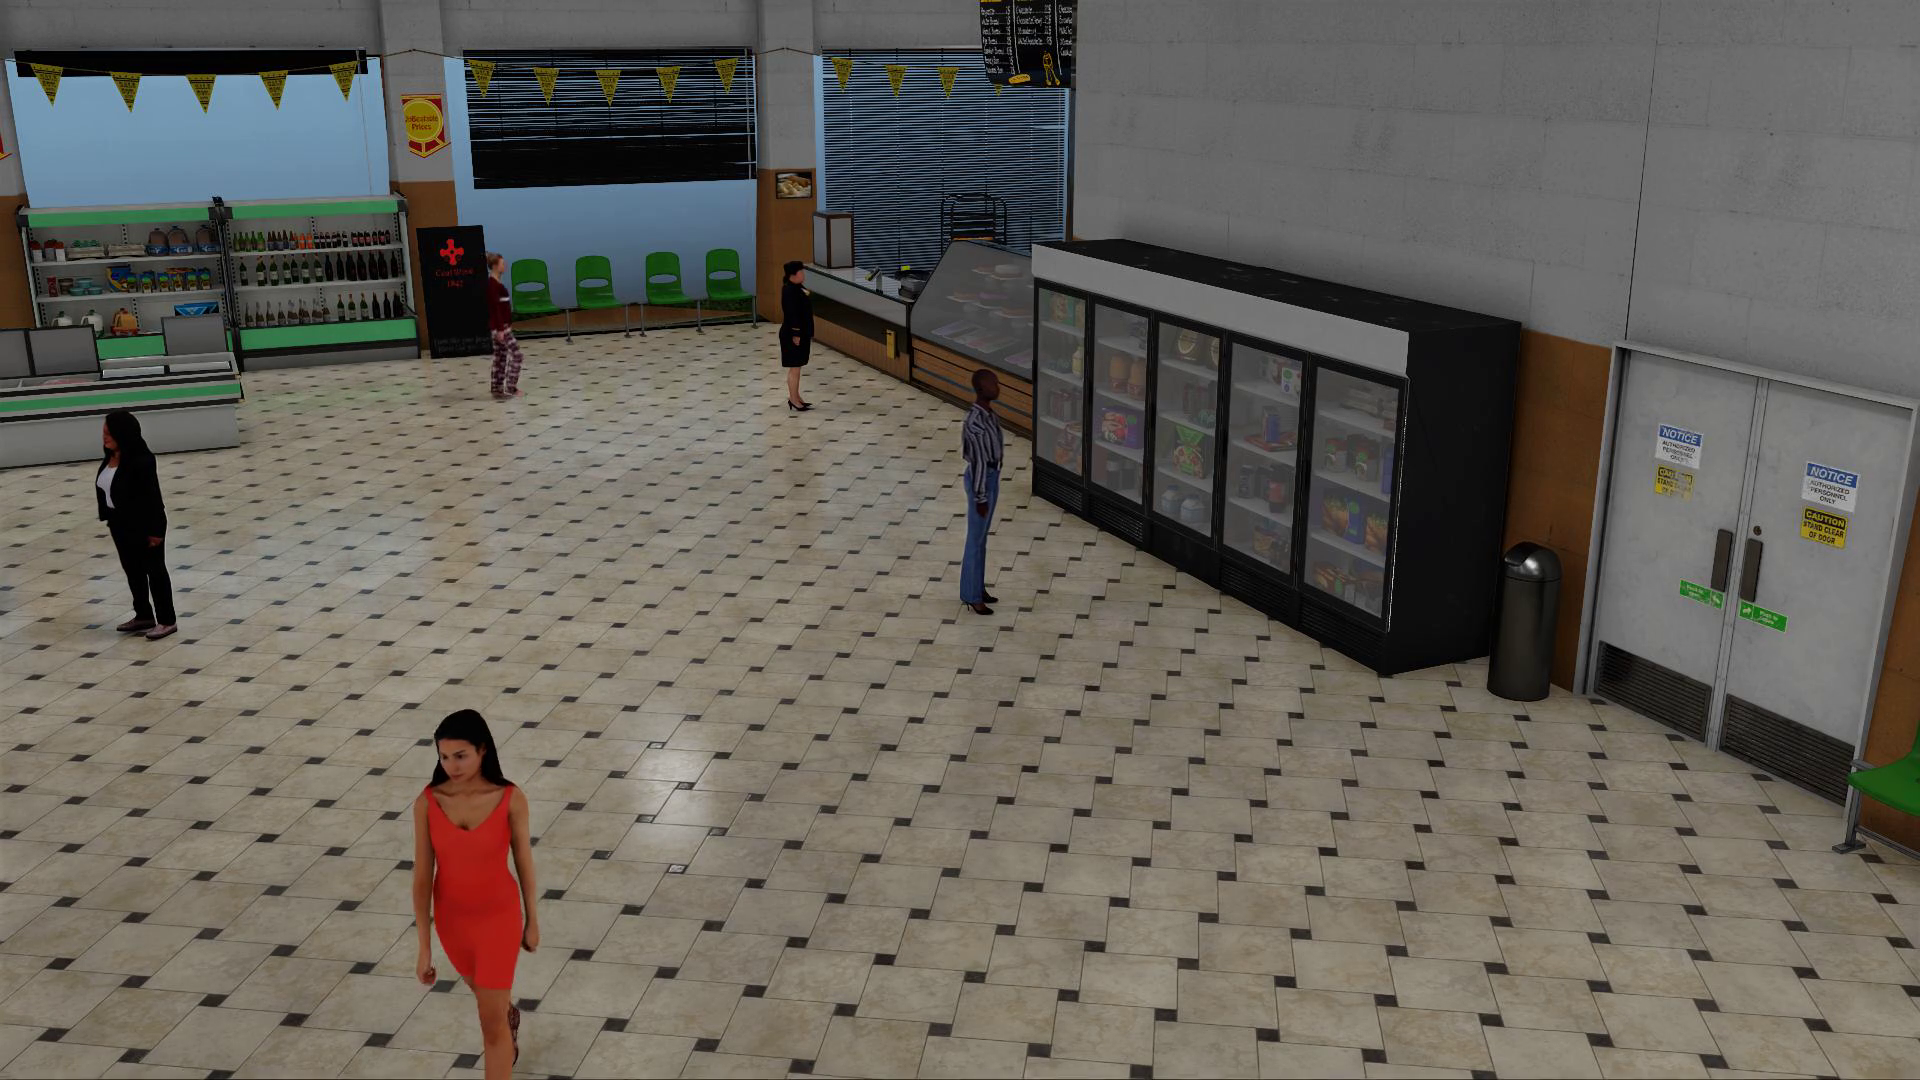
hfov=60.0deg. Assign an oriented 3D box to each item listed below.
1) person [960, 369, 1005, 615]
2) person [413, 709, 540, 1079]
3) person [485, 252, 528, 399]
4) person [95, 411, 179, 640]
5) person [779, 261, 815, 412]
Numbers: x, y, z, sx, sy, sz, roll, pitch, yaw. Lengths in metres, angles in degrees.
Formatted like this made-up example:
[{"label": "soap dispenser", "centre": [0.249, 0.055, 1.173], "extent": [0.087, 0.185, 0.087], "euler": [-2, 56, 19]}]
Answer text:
[{"label": "person", "centre": [0.156, -0.365, 12.134], "extent": [0.744, 1.794, 0.719], "euler": [3, 17, 11]}, {"label": "person", "centre": [-1.841, 1.439, 6.387], "extent": [1.180, 1.680, 0.948], "euler": [-1, 17, -3]}, {"label": "person", "centre": [-5.394, -2.470, 19.243], "extent": [0.673, 1.691, 0.687], "euler": [-5, 18, -15]}, {"label": "person", "centre": [-5.746, -0.115, 11.614], "extent": [0.770, 1.616, 0.813], "euler": [8, 19, 26]}, {"label": "person", "centre": [-1.852, -2.299, 18.712], "extent": [0.798, 1.671, 0.796], "euler": [1, 17, 3]}]
